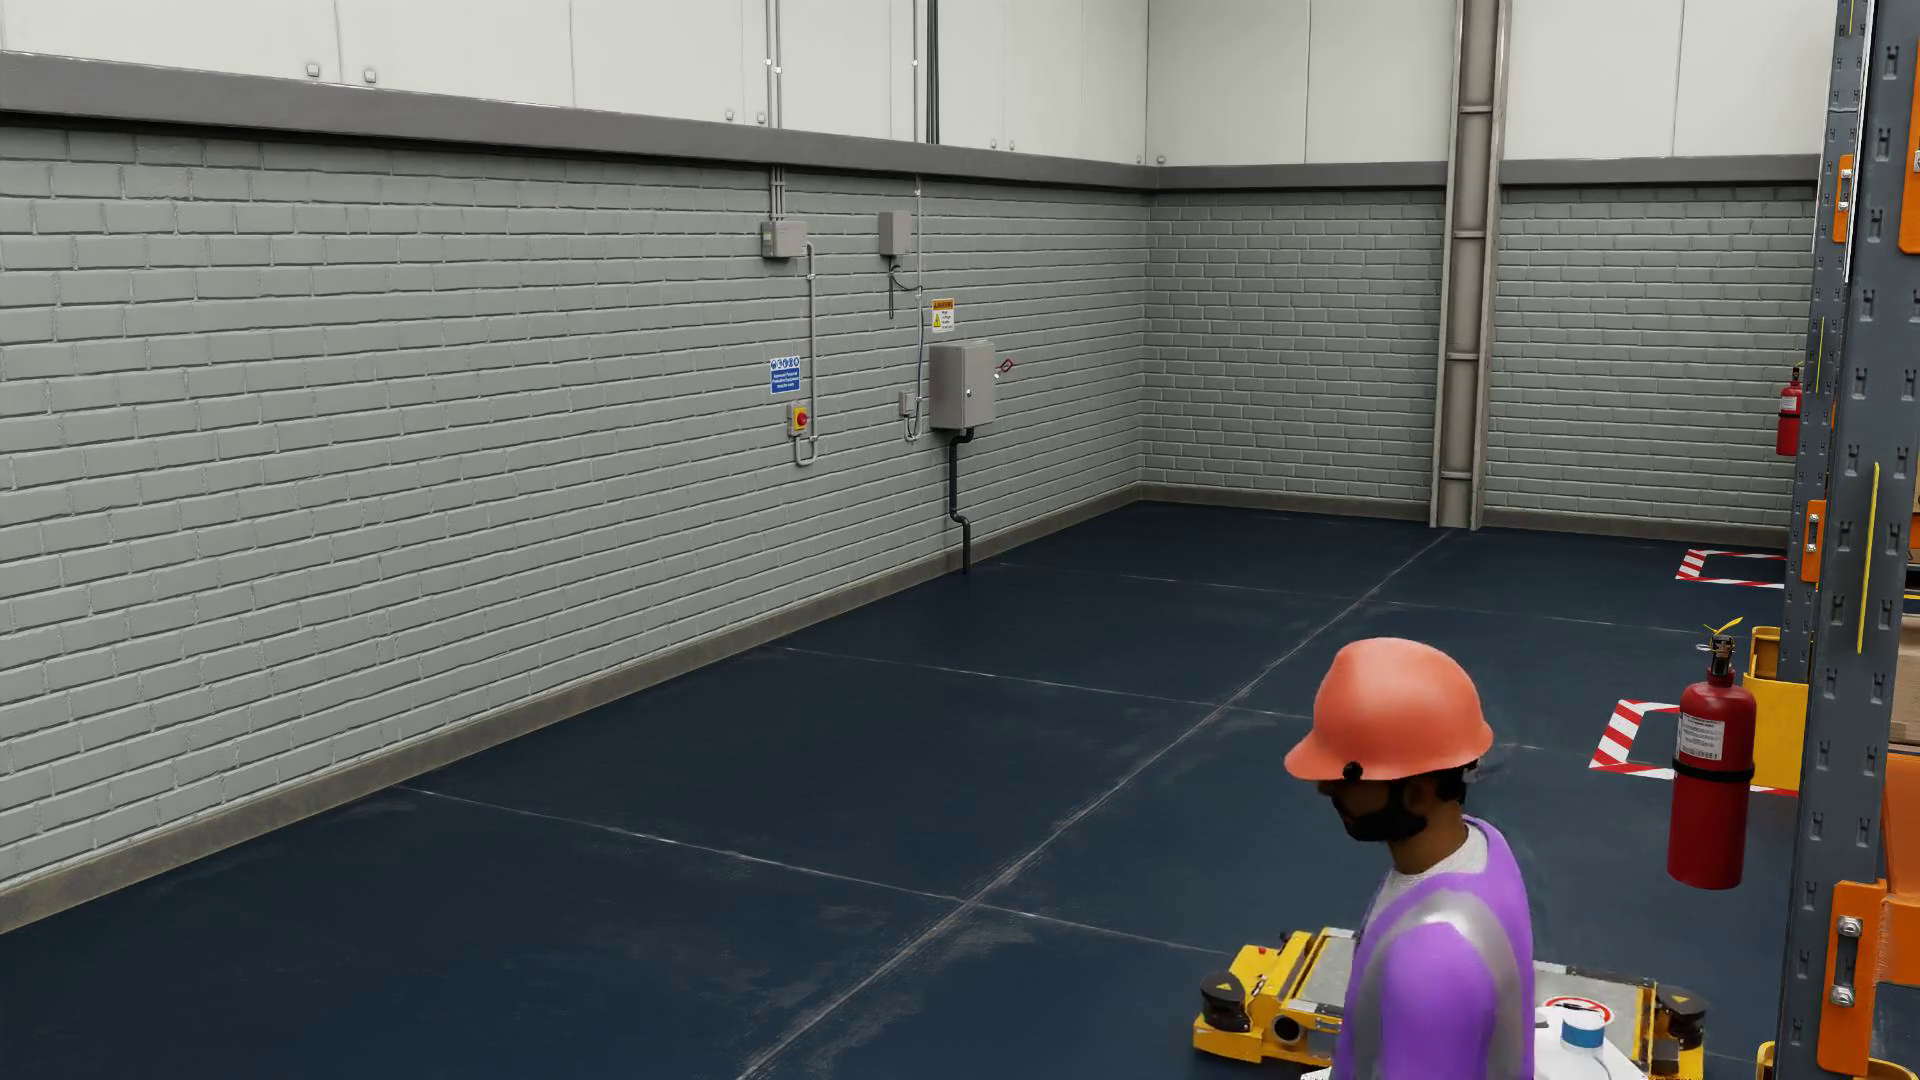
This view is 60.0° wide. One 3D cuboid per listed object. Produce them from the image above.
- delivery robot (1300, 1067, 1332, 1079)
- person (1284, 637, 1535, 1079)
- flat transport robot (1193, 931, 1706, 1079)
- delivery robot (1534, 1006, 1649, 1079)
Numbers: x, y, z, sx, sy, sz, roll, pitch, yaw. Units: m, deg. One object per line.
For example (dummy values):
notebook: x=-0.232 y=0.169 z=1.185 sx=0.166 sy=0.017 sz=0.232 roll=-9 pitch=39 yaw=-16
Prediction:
delivery robot: x=0.991 y=1.462 z=4.072 sx=0.707 sy=0.478 sz=0.477 roll=-5 pitch=11 yaw=-23
person: x=0.699 y=1.083 z=2.662 sx=0.405 sy=1.917 sz=0.566 roll=3 pitch=11 yaw=17
flat transport robot: x=1.495 y=1.465 z=5.087 sx=1.431 sy=0.197 sz=0.652 roll=5 pitch=11 yaw=23
delivery robot: x=1.564 y=1.437 z=4.209 sx=0.477 sy=0.478 sz=0.707 roll=-1 pitch=10 yaw=-7
